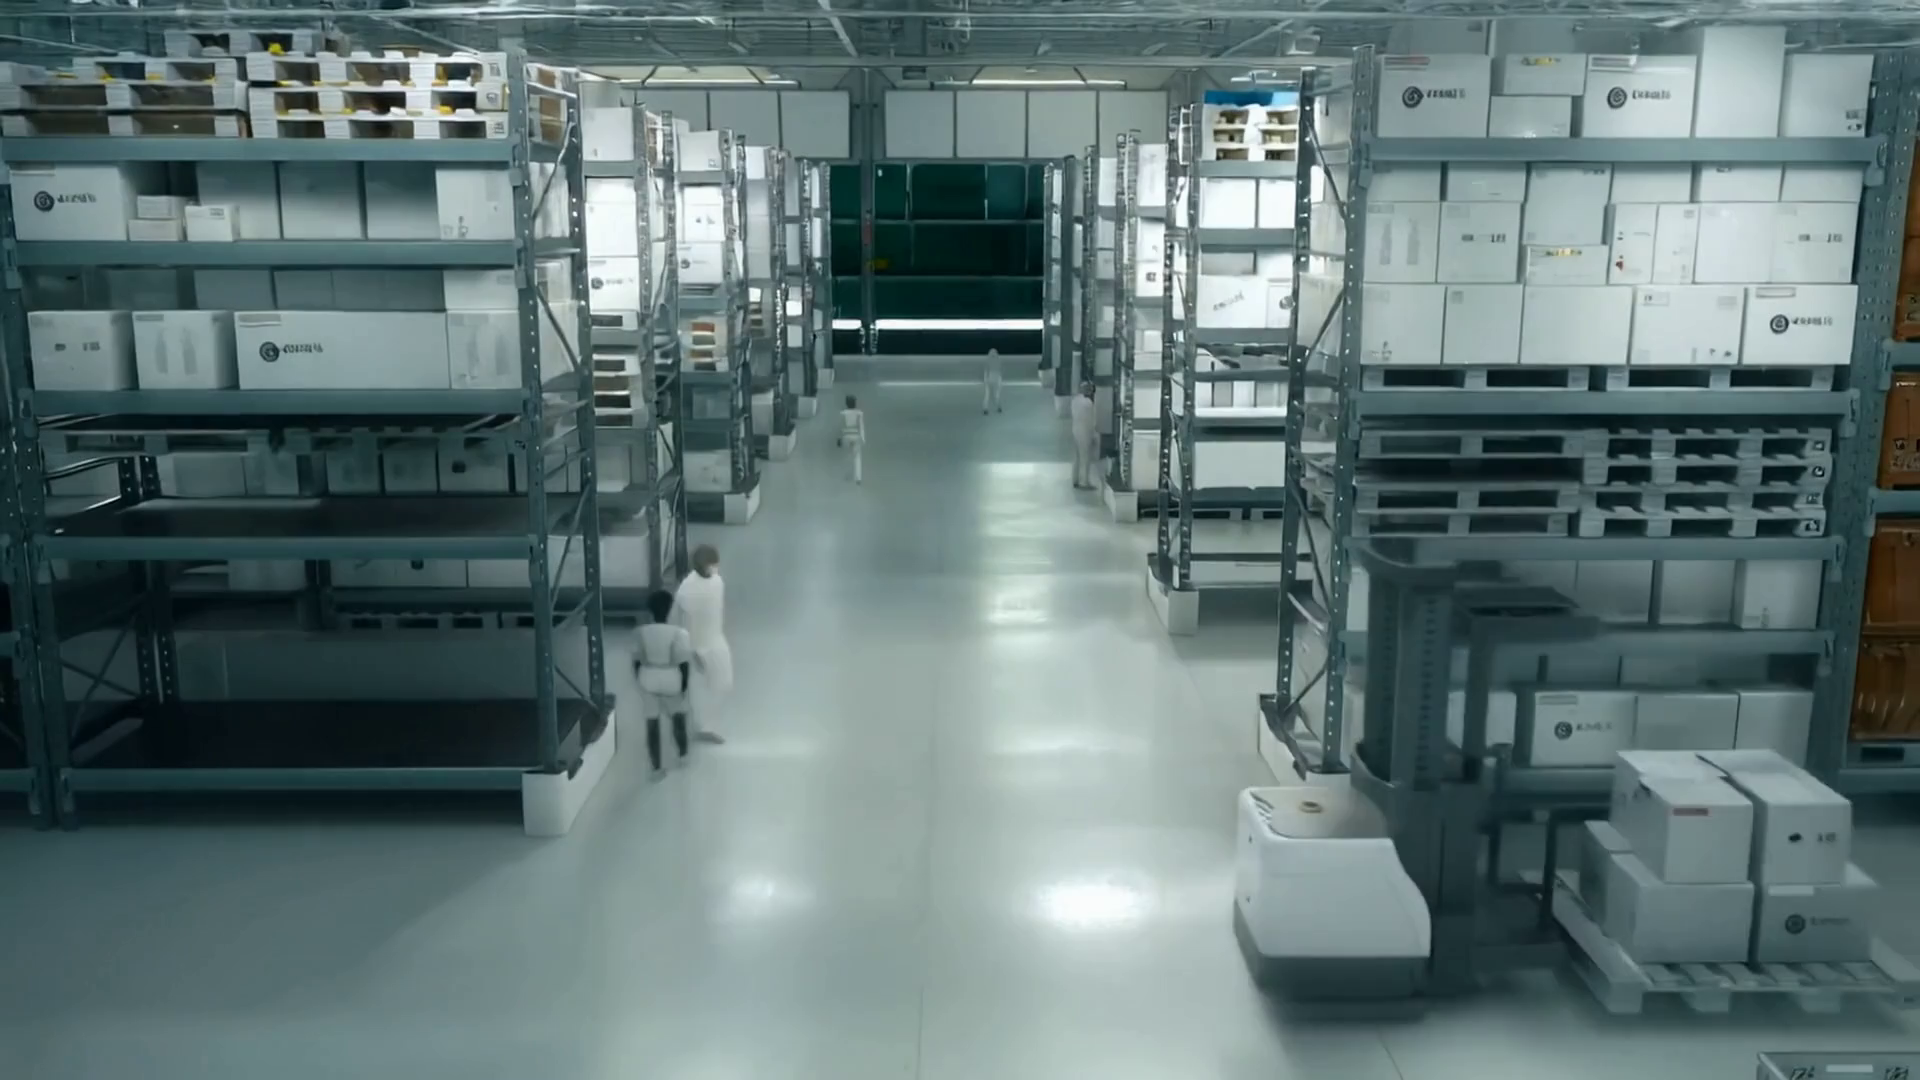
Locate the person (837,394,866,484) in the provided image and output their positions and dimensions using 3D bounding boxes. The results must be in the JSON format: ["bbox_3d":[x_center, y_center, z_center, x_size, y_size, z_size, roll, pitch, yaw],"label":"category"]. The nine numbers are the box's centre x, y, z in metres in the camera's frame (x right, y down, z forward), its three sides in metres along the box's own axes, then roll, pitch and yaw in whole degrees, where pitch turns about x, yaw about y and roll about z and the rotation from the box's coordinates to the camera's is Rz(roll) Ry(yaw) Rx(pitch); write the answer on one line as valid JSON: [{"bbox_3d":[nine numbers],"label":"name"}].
[{"bbox_3d":[-1.932,-1.807,29.819,0.522,1.609,0.739,-2,12,-12],"label":"person"}]

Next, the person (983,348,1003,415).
[{"bbox_3d":[0.764,-3.774,39.612,0.511,1.593,0.839,5,13,24],"label":"person"}]

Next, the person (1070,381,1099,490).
[{"bbox_3d":[2.195,-1.843,29.266,0.399,1.905,0.642,-6,13,-28],"label":"person"}]

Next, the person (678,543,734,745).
[{"bbox_3d":[-2.343,0.959,15.371,0.437,1.913,0.627,6,13,26],"label":"person"}]

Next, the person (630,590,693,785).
[{"bbox_3d":[-2.590,1.247,14.519,0.537,1.665,0.748,0,11,-1],"label":"person"}]

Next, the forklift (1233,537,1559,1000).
[{"bbox_3d":[2.798,1.420,10.661,1.873,2.768,1.129,0,11,-1],"label":"forklift"}]
